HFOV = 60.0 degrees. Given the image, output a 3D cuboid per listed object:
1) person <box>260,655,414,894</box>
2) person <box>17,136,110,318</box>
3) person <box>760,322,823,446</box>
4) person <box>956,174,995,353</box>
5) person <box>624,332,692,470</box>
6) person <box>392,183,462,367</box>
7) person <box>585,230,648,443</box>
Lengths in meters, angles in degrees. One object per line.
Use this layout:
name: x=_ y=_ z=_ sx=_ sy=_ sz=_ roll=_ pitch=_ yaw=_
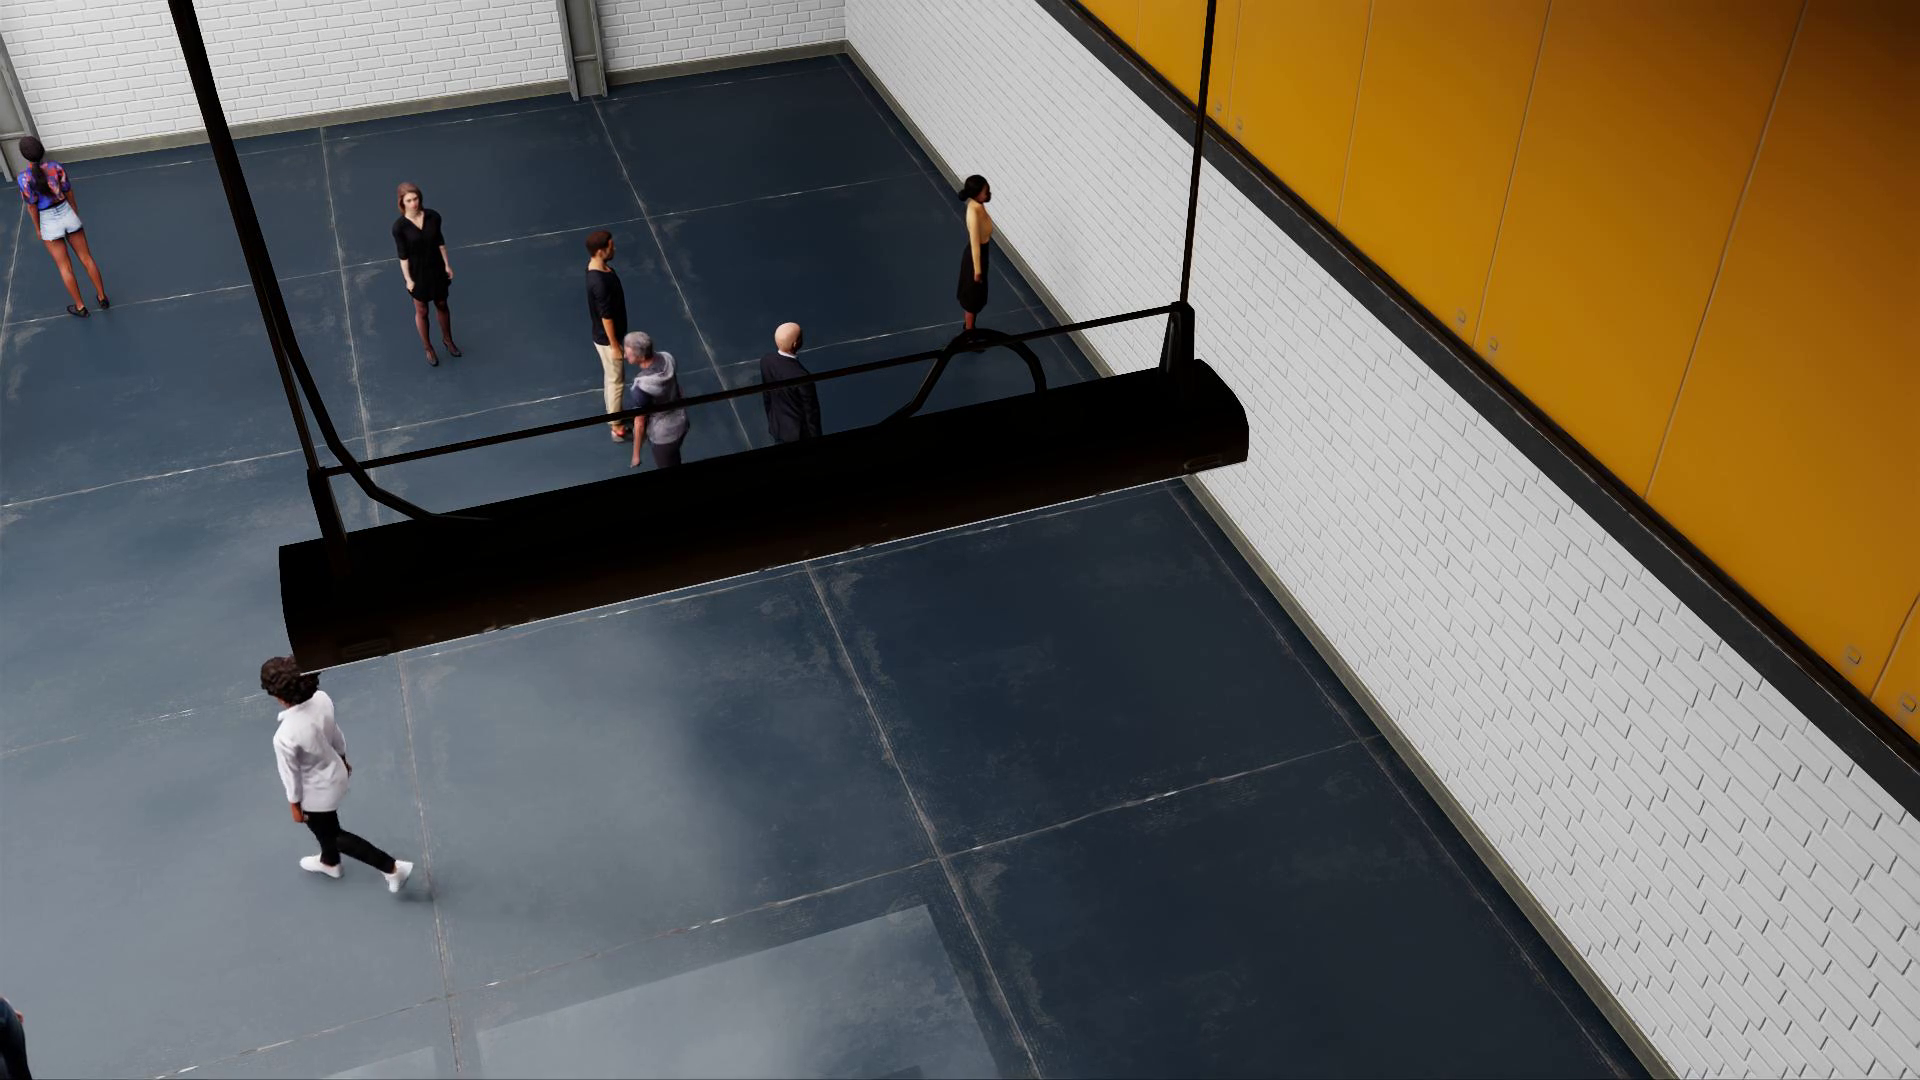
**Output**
person: x=-3.657 y=1.413 z=9.653 sx=1.147 sy=1.788 sz=0.980 roll=8 pitch=39 yaw=10
person: x=-8.126 y=-2.840 z=15.015 sx=0.728 sy=1.743 sz=0.613 roll=28 pitch=47 yaw=31
person: x=-1.244 y=-0.840 z=12.464 sx=0.773 sy=1.800 sz=0.781 roll=25 pitch=45 yaw=28
person: x=0.145 y=-2.431 z=14.575 sx=0.663 sy=1.653 sz=0.651 roll=2 pitch=39 yaw=2
person: x=-2.126 y=-0.788 z=12.406 sx=0.845 sy=1.793 sz=0.835 roll=15 pitch=41 yaw=18
person: x=-4.615 y=-2.309 z=14.380 sx=0.555 sy=1.705 sz=0.709 roll=-28 pitch=47 yaw=-31
person: x=-2.850 y=-1.648 z=13.436 sx=0.572 sy=1.850 sz=0.662 roll=-9 pitch=39 yaw=-11
